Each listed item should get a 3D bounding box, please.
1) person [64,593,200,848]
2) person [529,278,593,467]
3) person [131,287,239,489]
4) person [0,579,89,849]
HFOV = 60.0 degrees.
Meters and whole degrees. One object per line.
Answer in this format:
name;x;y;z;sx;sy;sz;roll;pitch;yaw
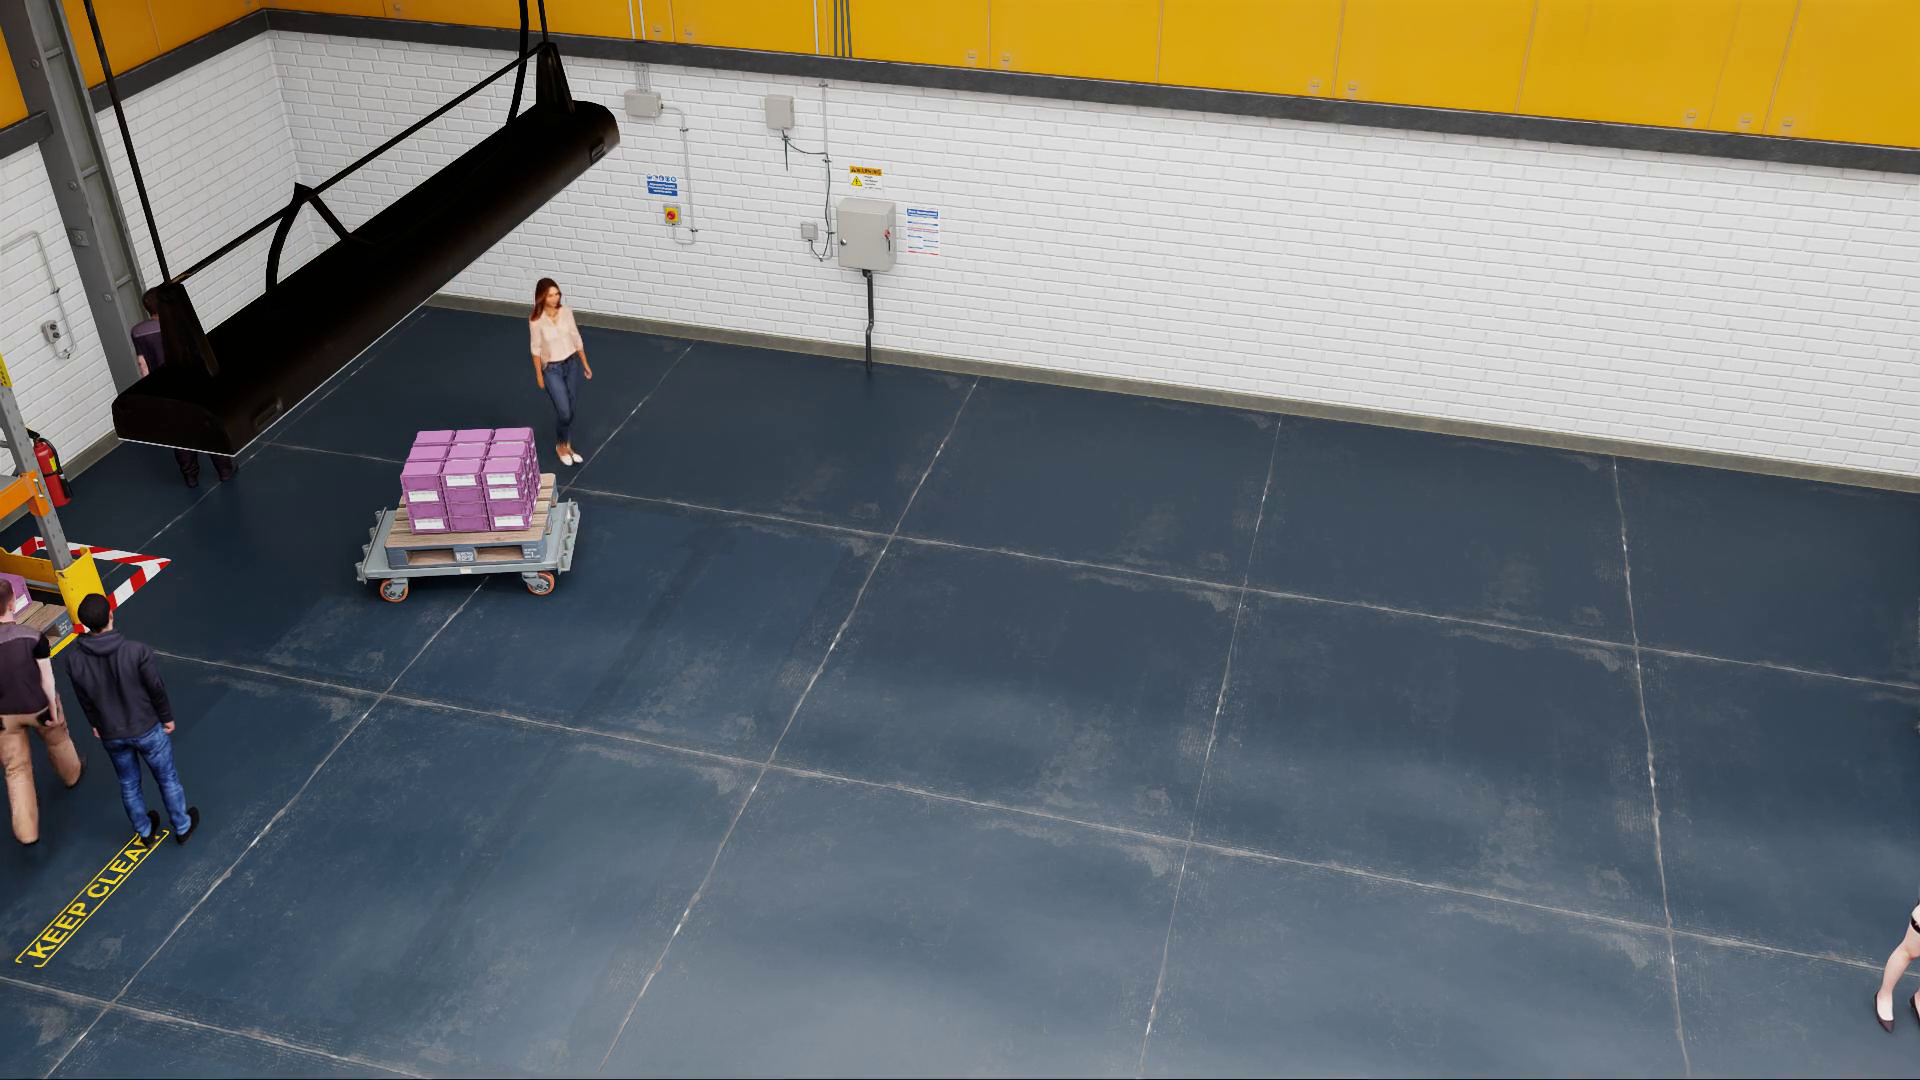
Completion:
person;-5.244;1.169;10.491;0.752;1.888;0.752;-8;34;-12
person;-3.558;-1.506;14.614;0.776;1.779;0.684;28;43;36
person;-6.678;-1.310;14.260;0.807;1.845;0.800;-9;35;-14
person;-6.020;1.142;10.620;1.100;1.790;1.322;-11;35;-15
